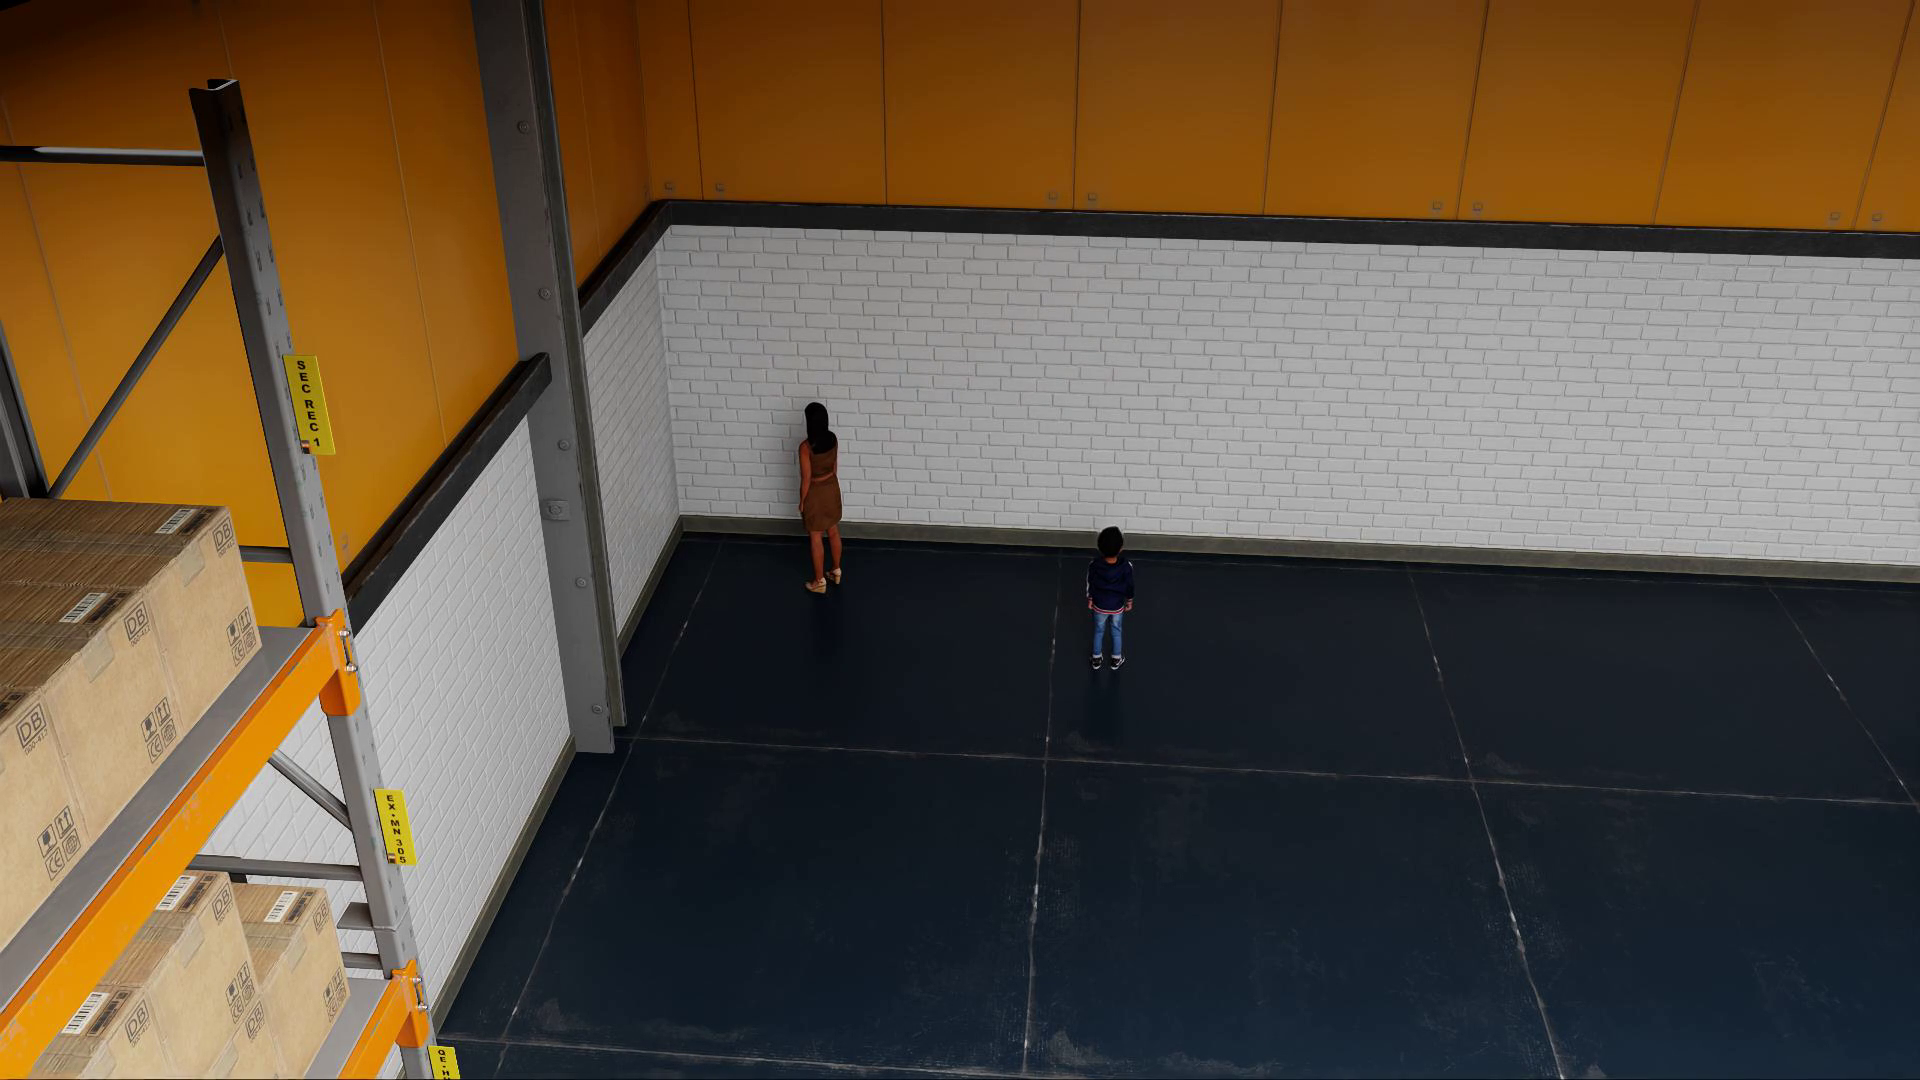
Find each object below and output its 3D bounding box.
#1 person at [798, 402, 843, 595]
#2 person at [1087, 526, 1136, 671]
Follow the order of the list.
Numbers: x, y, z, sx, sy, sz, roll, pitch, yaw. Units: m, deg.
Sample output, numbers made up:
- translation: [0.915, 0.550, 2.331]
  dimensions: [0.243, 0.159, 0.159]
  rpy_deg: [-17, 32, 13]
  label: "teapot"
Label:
- translation: [-1.150, -0.354, 13.684]
  dimensions: [0.707, 1.690, 0.614]
  rpy_deg: [22, 35, 34]
  label: "person"
- translation: [1.137, 0.442, 12.715]
  dimensions: [0.513, 1.220, 0.491]
  rpy_deg: [3, 29, 6]
  label: "person"
